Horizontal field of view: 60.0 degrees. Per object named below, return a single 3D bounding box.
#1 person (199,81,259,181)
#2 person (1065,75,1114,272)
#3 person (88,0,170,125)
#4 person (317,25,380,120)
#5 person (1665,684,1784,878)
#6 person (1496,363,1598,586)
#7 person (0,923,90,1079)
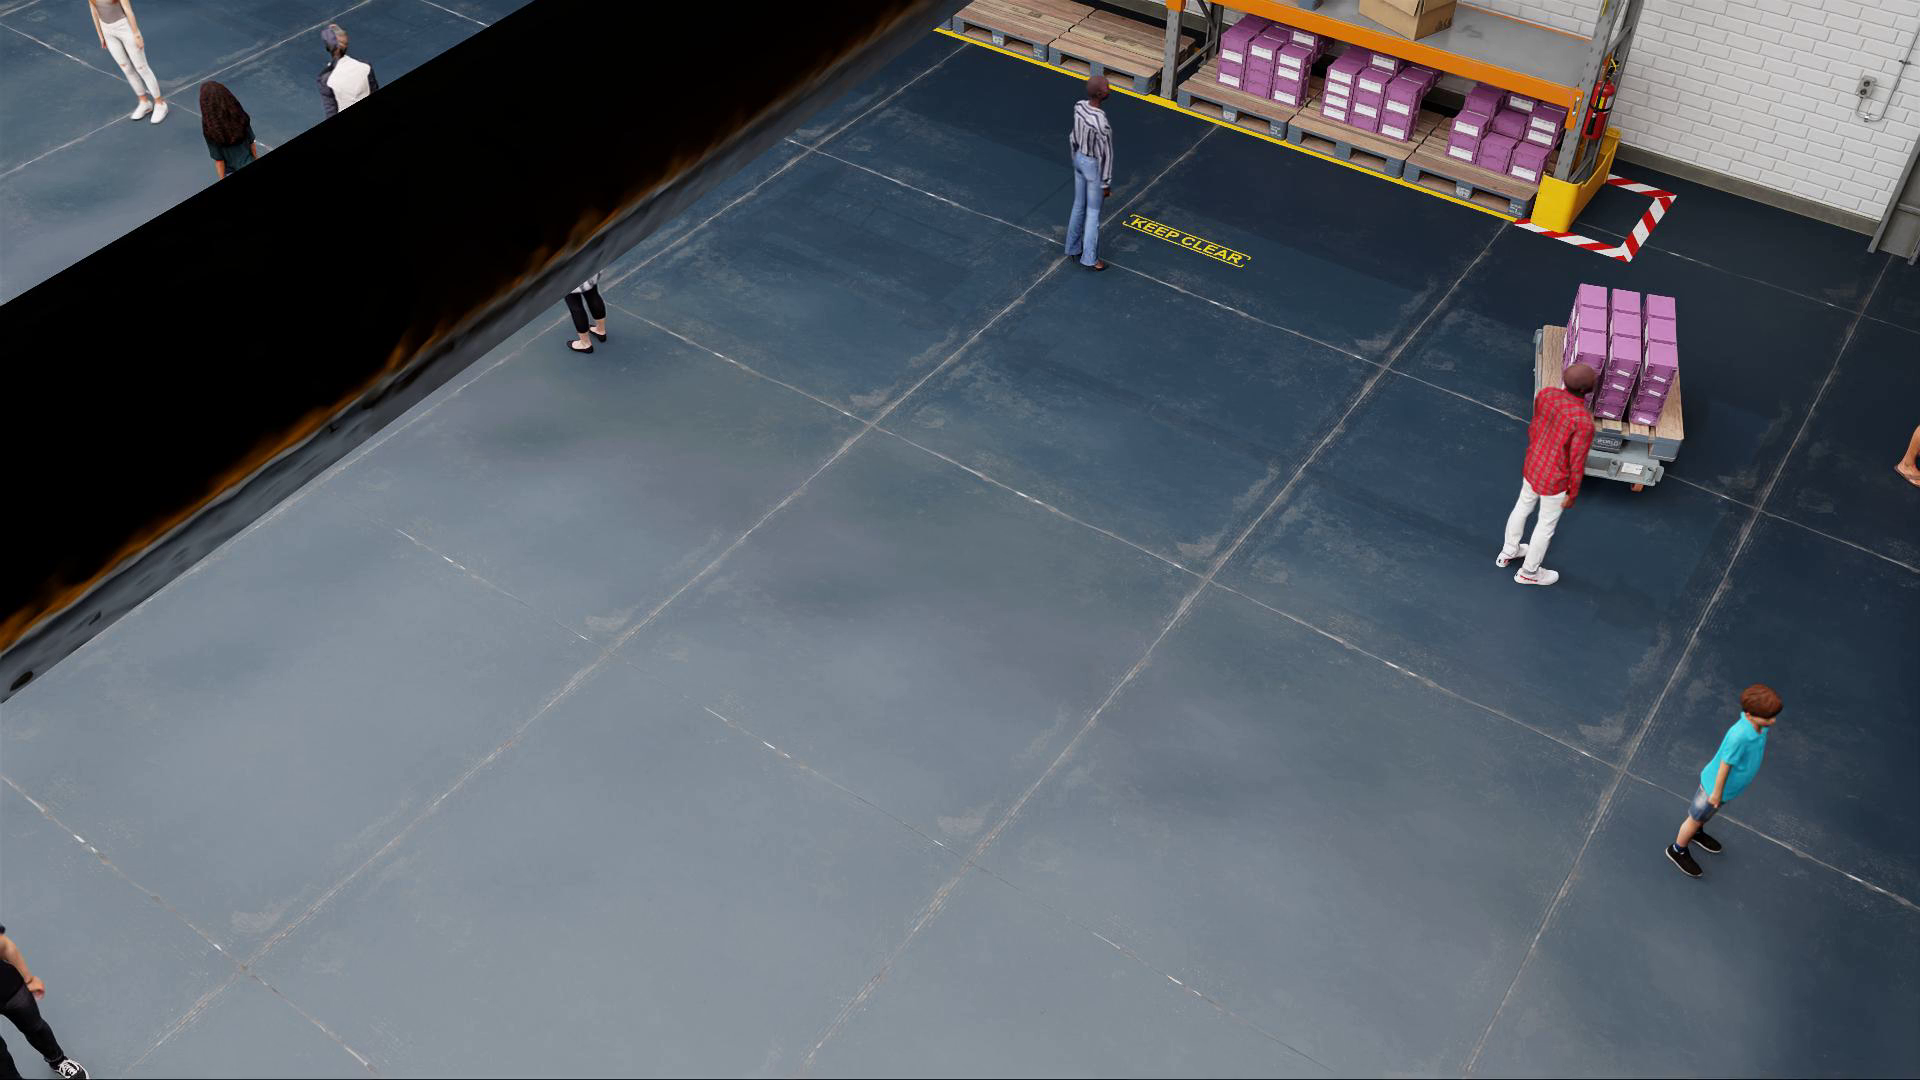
[{"bbox_3d":[-6.198,-3.186,14.297,0.590,1.616,0.597,28,50,26],"label":"person"},{"bbox_3d":[1.108,-3.109,14.087,0.770,1.795,0.627,-22,48,-22],"label":"person"},{"bbox_3d":[-8.055,-4.869,15.991,0.605,1.716,0.730,7,44,7],"label":"person"},{"bbox_3d":[-5.234,-3.585,14.515,0.731,1.893,0.669,-31,52,-29],"label":"person"},{"bbox_3d":[4.443,1.358,9.648,0.552,1.449,0.533,-34,53,-30],"label":"person"},{"bbox_3d":[4.005,-0.465,11.293,0.813,1.820,0.711,-15,46,-16],"label":"person"},{"bbox_3d":[-4.922,2.292,8.389,0.563,1.835,0.665,33,53,30],"label":"person"}]
